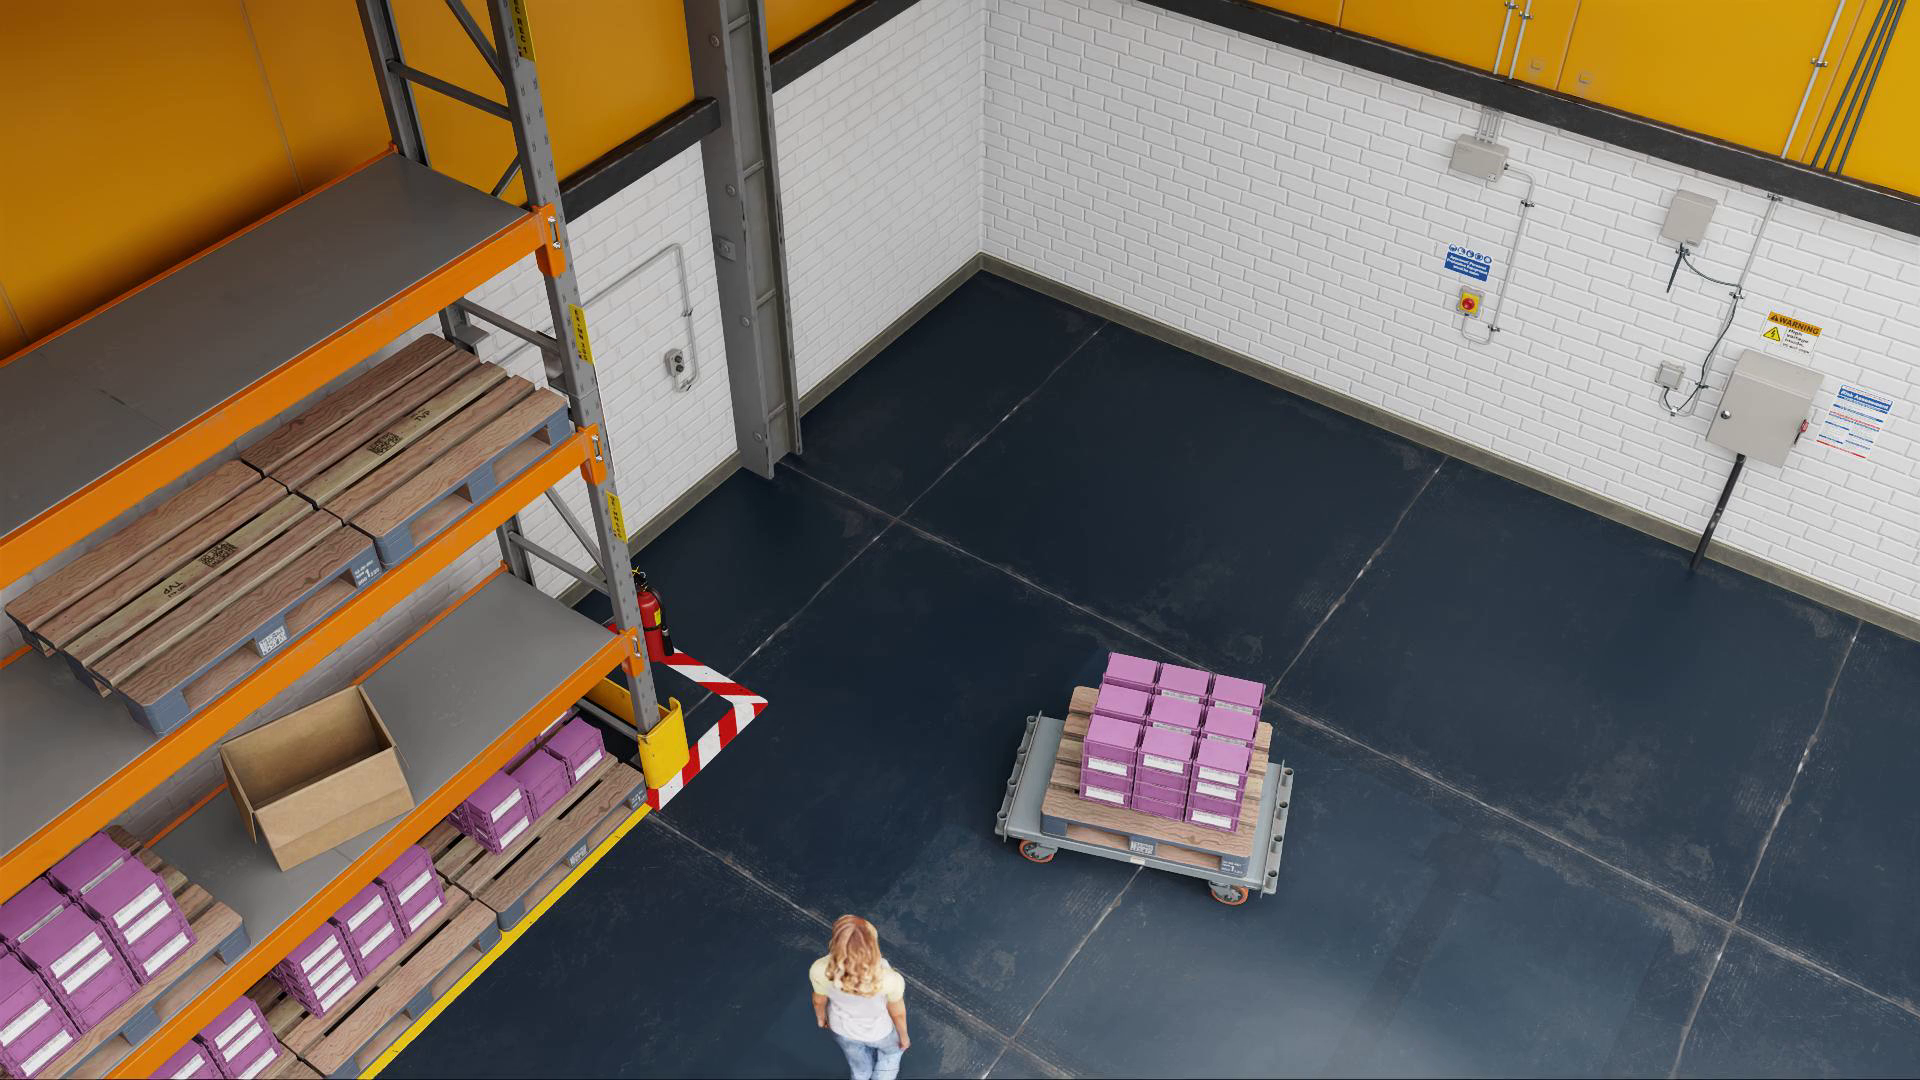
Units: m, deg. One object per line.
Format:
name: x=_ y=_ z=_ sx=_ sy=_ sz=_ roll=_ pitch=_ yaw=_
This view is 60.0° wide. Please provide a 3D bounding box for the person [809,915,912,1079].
person: x=-0.477 y=2.437 z=8.112 sx=0.784 sy=1.717 sz=0.830 roll=6 pitch=44 yaw=6
